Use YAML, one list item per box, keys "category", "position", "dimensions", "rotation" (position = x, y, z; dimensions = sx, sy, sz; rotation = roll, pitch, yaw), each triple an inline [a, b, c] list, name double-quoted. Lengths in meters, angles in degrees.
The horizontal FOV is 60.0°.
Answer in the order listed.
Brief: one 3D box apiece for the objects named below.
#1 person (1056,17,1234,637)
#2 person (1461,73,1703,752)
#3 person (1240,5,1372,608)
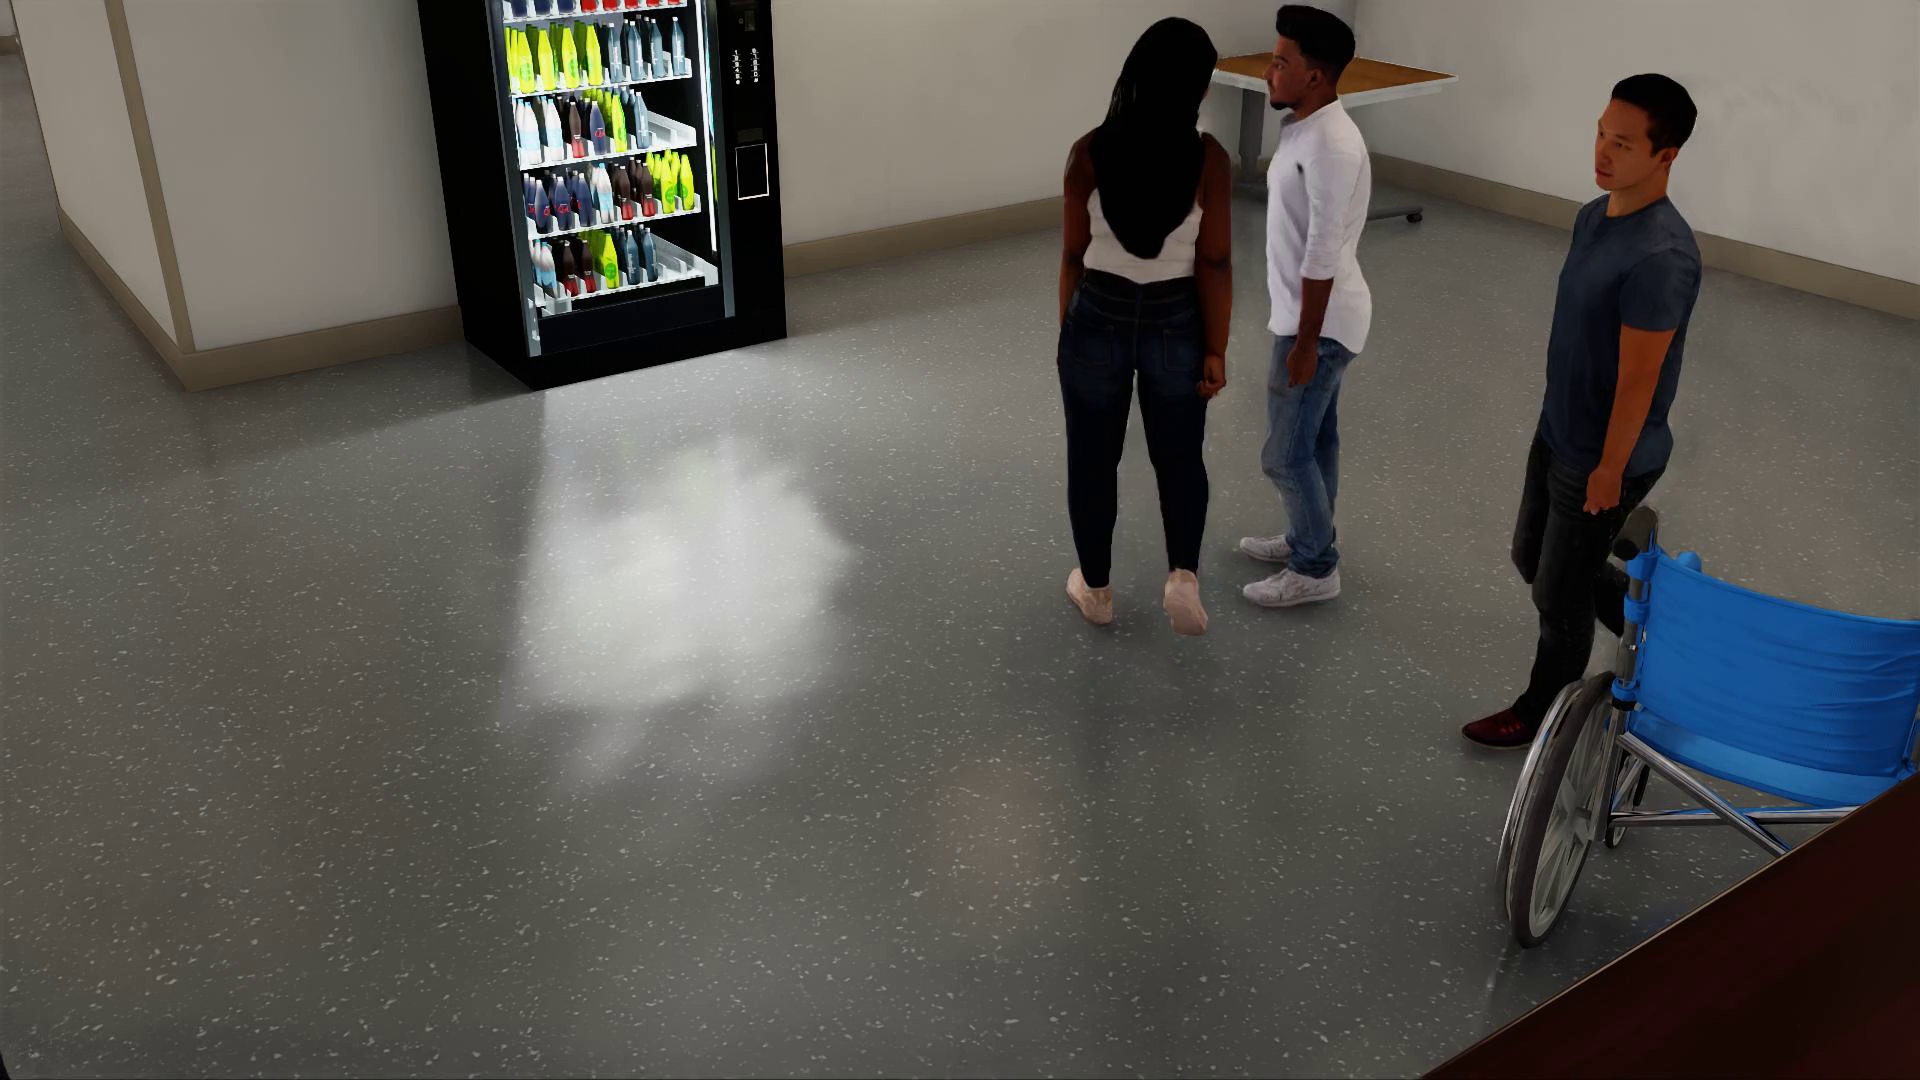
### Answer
- category: "person"
  position: [0.528, -0.521, 4.701]
  dimensions: [0.939, 1.791, 0.981]
  rotation: [3, 26, 6]
- category: "person"
  position: [1.659, -0.229, 4.101]
  dimensions: [1.001, 1.785, 0.907]
  rotation: [1, 26, 2]
- category: "person"
  position: [1.084, -0.676, 5.009]
  dimensions: [0.783, 1.803, 0.747]
  rotation: [3, 26, 6]
